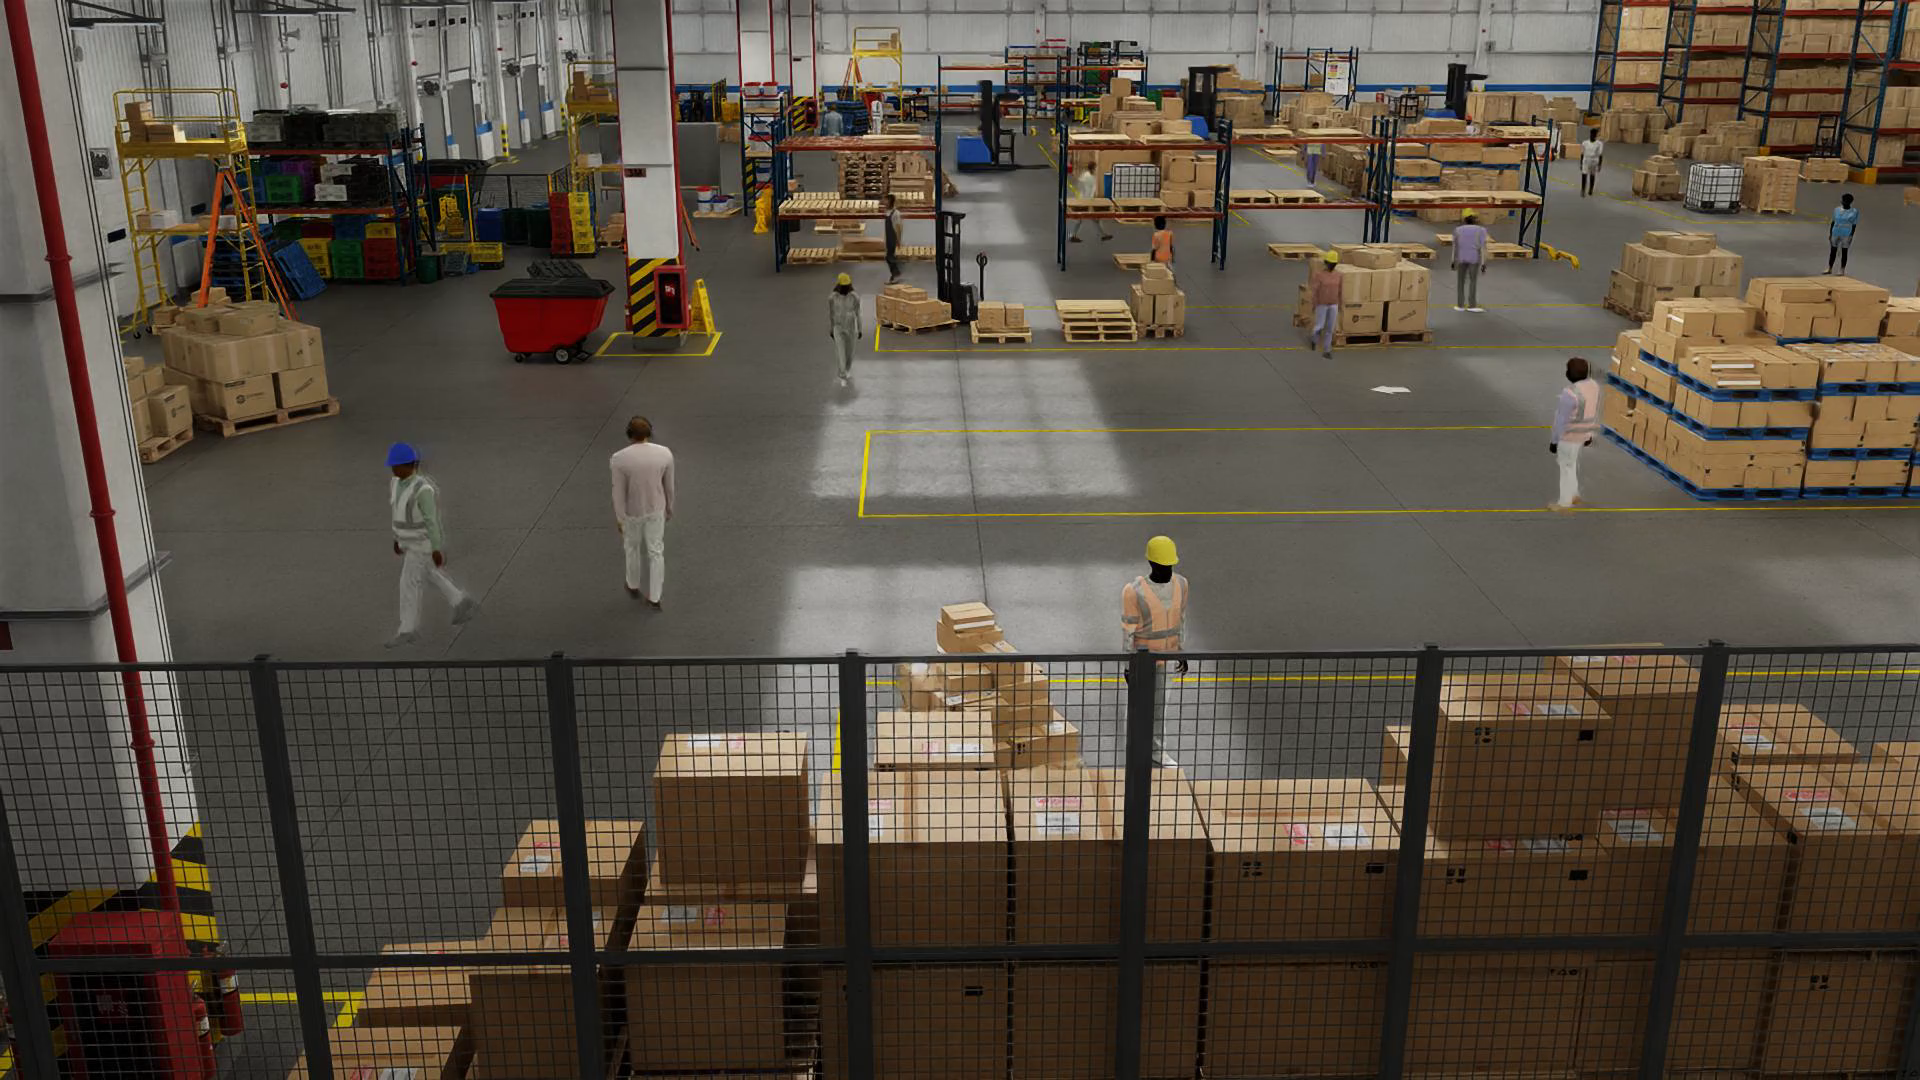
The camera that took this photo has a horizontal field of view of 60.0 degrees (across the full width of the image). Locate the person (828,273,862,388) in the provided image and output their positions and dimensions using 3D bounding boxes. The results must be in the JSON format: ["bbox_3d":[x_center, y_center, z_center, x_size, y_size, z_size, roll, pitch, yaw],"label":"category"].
[{"bbox_3d":[-1.745,-3.231,25.275,0.494,1.705,0.875,-2,19,-5],"label":"person"}]

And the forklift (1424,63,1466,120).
[{"bbox_3d":[18.945,-16.852,63.864,1.873,2.768,1.129,-3,19,-10],"label":"forklift"}]

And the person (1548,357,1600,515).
[{"bbox_3d":[6.977,-1.184,19.001,0.657,1.828,0.455,-15,24,-38],"label":"person"}]

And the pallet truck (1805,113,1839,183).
[{"bbox_3d":[26.403,-11.957,50.702,0.823,1.965,1.885,6,19,16],"label":"pallet truck"}]

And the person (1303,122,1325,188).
[{"bbox_3d":[10.439,-11.308,48.938,0.627,1.884,0.869,0,19,1],"label":"person"}]

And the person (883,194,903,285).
[{"bbox_3d":[-1.393,-6.022,33.354,0.412,1.826,0.535,-9,21,-25],"label":"person"}]

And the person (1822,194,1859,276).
[{"bbox_3d":[18.276,-6.326,34.469,0.319,1.692,0.533,-14,23,-35],"label":"person"}]

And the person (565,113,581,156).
[{"bbox_3d":[-13.469,-14.204,57.933,0.543,1.623,0.379,-2,19,-6],"label":"person"}]

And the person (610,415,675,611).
[{"bbox_3d":[-3.113,-0.307,16.279,0.647,1.902,0.882,-9,20,-24],"label":"person"}]

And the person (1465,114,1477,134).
[{"bbox_3d":[15.643,-12.158,51.392,0.548,1.936,0.378,-2,19,-5],"label":"person"}]

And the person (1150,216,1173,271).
[{"bbox_3d":[3.821,-5.304,31.473,0.597,1.672,0.332,-16,25,-40],"label":"person"}]

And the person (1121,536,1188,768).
[{"bbox_3d":[1.498,0.881,12.725,0.585,1.928,0.369,-11,21,-29],"label":"person"}]

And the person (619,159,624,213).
[{"bbox_3d":[-8.493,-9.216,42.733,0.542,1.899,0.977,-12,22,-33],"label":"person"}]

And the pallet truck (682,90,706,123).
[{"bbox_3d":[-9.671,-15.907,62.421,0.823,1.965,1.885,5,19,15],"label":"pallet truck"}]

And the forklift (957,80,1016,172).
[{"bbox_3d":[0.848,-13.256,53.197,1.873,2.768,1.129,-1,19,-2],"label":"forklift"}]

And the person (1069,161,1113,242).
[{"bbox_3d":[3.038,-7.861,38.734,1.037,1.881,0.653,7,20,19],"label":"person"}]

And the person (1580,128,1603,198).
[{"bbox_3d":[17.833,-10.656,46.978,0.612,1.920,1.033,10,21,28],"label":"person"}]

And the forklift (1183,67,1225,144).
[{"bbox_3d":[8.780,-15.999,61.334,1.873,2.768,1.129,-13,22,-33],"label":"forklift"}]

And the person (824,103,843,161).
[{"bbox_3d":[-4.277,-13.789,56.253,0.635,1.925,0.430,-1,19,-3],"label":"person"}]

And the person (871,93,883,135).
[{"bbox_3d":[-3.070,-15.688,61.943,0.355,1.887,0.573,-17,25,-40],"label":"person"}]

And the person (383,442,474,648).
[{"bbox_3d":[-4.988,-0.015,15.434,0.939,1.914,0.635,-18,25,-42],"label":"person"}]

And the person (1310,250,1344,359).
[{"bbox_3d":[5.941,-3.829,26.956,0.542,1.750,0.482,-4,19,-12],"label":"person"}]

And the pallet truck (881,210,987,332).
[{"bbox_3d":[-0.493,-4.759,29.349,1.885,1.965,0.823,-13,23,-34],"label":"pallet truck"}]

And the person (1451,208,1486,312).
[{"bbox_3d":[9.432,-5.159,30.714,0.733,1.894,0.366,8,20,22],"label":"person"}]
